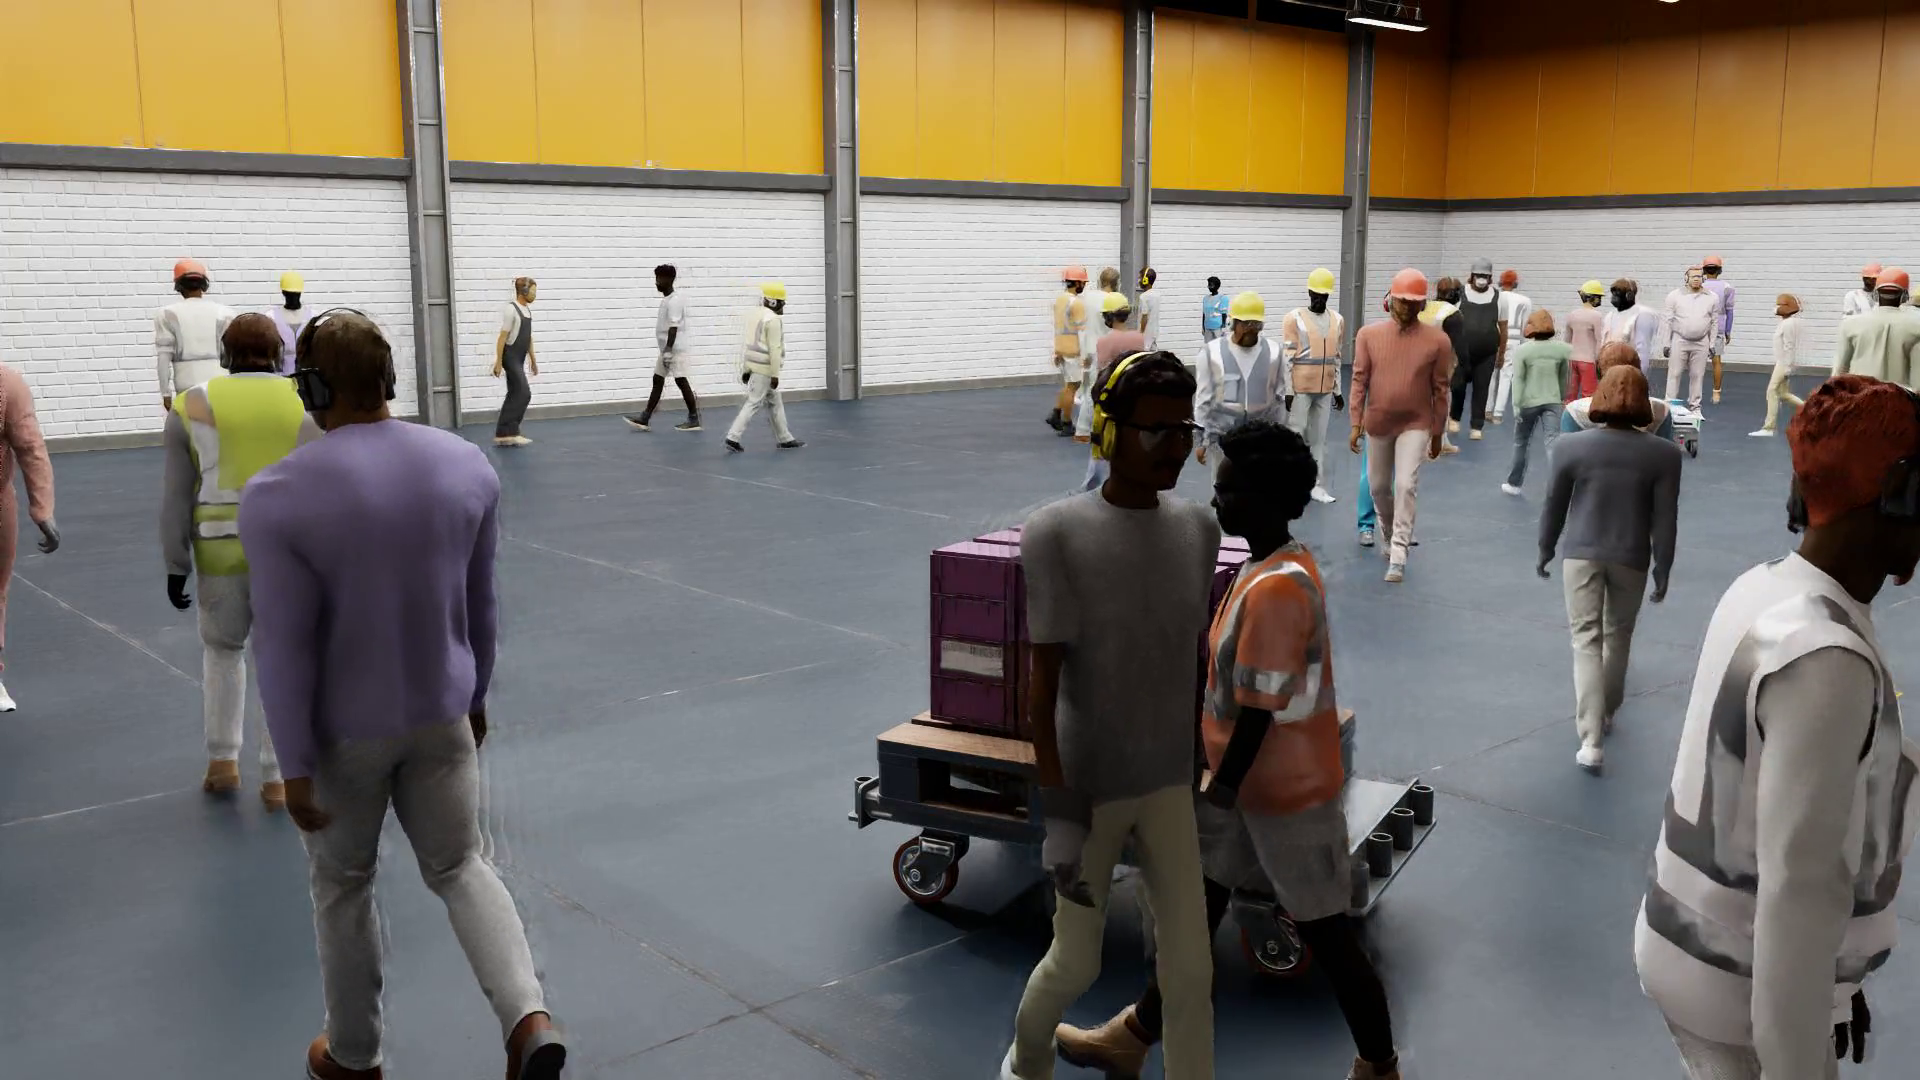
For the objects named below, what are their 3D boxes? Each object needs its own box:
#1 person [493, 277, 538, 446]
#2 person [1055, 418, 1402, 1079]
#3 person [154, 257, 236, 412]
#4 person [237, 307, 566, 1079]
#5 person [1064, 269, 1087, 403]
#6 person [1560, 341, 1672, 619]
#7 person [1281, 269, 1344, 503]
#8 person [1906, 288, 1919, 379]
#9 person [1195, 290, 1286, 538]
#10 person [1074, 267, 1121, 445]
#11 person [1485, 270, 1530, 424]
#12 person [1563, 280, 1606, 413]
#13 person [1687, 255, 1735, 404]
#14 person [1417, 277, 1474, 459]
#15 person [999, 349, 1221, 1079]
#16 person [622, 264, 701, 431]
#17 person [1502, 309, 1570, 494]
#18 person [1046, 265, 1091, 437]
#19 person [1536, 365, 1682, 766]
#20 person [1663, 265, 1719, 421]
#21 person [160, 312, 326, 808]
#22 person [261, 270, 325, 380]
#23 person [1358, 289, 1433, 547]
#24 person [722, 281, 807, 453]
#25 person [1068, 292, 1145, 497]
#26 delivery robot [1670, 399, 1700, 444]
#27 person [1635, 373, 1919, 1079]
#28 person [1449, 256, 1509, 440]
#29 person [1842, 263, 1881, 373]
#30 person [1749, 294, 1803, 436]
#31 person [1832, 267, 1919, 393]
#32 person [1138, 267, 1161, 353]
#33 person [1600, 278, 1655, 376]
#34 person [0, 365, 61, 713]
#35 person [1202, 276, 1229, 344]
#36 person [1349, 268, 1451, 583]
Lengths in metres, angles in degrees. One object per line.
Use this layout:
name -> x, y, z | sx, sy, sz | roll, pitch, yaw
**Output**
person -> -4.728, -1.882, 17.640 | 0.573, 1.802, 0.523 | 0, 10, 3
person -> 0.653, 0.549, 3.831 | 0.868, 1.647, 0.545 | 1, 10, 5
person -> -5.992, -1.217, 13.135 | 0.605, 2.020, 0.613 | -6, 11, -30
person -> -1.273, 0.430, 3.808 | 0.632, 1.914, 0.794 | -9, 13, -43
person -> 1.624, -2.817, 22.930 | 0.326, 1.874, 0.519 | -6, 11, -31
person -> 3.097, -0.147, 8.029 | 0.541, 1.606, 0.758 | 1, 10, 4
person -> 2.893, -1.247, 13.598 | 0.585, 1.920, 0.382 | -4, 11, -24
person -> 11.200, -2.161, 19.572 | 0.868, 1.704, 0.502 | -2, 10, -9
person -> 1.759, -0.657, 10.456 | 0.586, 1.810, 0.426 | 0, 10, 1
person -> 1.658, -1.958, 17.820 | 0.990, 1.891, 0.656 | -3, 10, -15
person -> 6.617, -2.355, 20.280 | 0.573, 1.845, 0.883 | 3, 10, 19
person -> 6.703, -1.893, 17.833 | 0.329, 1.765, 0.526 | -5, 11, -25
person -> 10.254, -2.881, 22.806 | 0.610, 2.040, 0.394 | 2, 10, 10
person -> 4.847, -1.701, 16.568 | 0.760, 1.811, 0.638 | -2, 10, -11
person -> 0.331, 0.516, 3.502 | 0.516, 1.838, 0.815 | -4, 11, -24
person -> -3.446, -2.209, 19.212 | 0.896, 1.922, 0.636 | -4, 10, -20
person -> 4.815, -1.118, 13.823 | 0.502, 1.590, 0.870 | 0, 10, 1
person -> 1.268, -2.110, 18.640 | 0.408, 1.922, 0.556 | -4, 10, -20
person -> 2.618, 0.085, 6.752 | 0.514, 1.583, 0.854 | 3, 10, 15
person -> 8.980, -2.412, 20.455 | 0.643, 1.909, 0.410 | 2, 10, 9
person -> -2.620, 0.065, 6.228 | 0.648, 1.812, 0.665 | -4, 11, -23
person -> -6.236, -1.580, 15.624 | 0.588, 1.901, 0.759 | -5, 11, -27
person -> 3.037, -0.875, 11.652 | 0.563, 1.839, 0.392 | -1, 10, -5
person -> -2.060, -1.770, 17.113 | 0.923, 1.777, 0.647 | -4, 10, -22
person -> 1.238, -1.105, 13.309 | 0.537, 1.727, 0.843 | -6, 12, -33
delivery robot -> 7.312, -1.193, 16.991 | 0.477, 0.478, 0.707 | 2, 10, 12
person -> 1.230, 0.688, 2.476 | 0.423, 1.855, 0.609 | 4, 10, 20
person -> 5.682, -2.114, 18.315 | 0.714, 2.000, 0.537 | 1, 10, 9
person -> 11.468, -2.536, 21.092 | 0.549, 1.936, 0.373 | 0, 10, 0
person -> 9.292, -1.947, 18.612 | 0.680, 1.613, 0.508 | 3, 10, 19
person -> 6.833, -1.055, 12.393 | 0.606, 1.952, 1.018 | 4, 11, 24
person -> 2.485, -2.685, 22.164 | 0.328, 1.872, 0.513 | 6, 11, 30
person -> 6.373, -1.576, 15.809 | 0.729, 1.821, 0.639 | -3, 10, -18
person -> -4.210, -0.091, 7.036 | 0.665, 1.838, 1.014 | -6, 12, -33
person -> 4.204, -3.506, 27.490 | 0.320, 1.693, 0.532 | -8, 13, -41
person -> 2.810, -0.755, 10.643 | 0.608, 1.954, 0.921 | 4, 10, 22
